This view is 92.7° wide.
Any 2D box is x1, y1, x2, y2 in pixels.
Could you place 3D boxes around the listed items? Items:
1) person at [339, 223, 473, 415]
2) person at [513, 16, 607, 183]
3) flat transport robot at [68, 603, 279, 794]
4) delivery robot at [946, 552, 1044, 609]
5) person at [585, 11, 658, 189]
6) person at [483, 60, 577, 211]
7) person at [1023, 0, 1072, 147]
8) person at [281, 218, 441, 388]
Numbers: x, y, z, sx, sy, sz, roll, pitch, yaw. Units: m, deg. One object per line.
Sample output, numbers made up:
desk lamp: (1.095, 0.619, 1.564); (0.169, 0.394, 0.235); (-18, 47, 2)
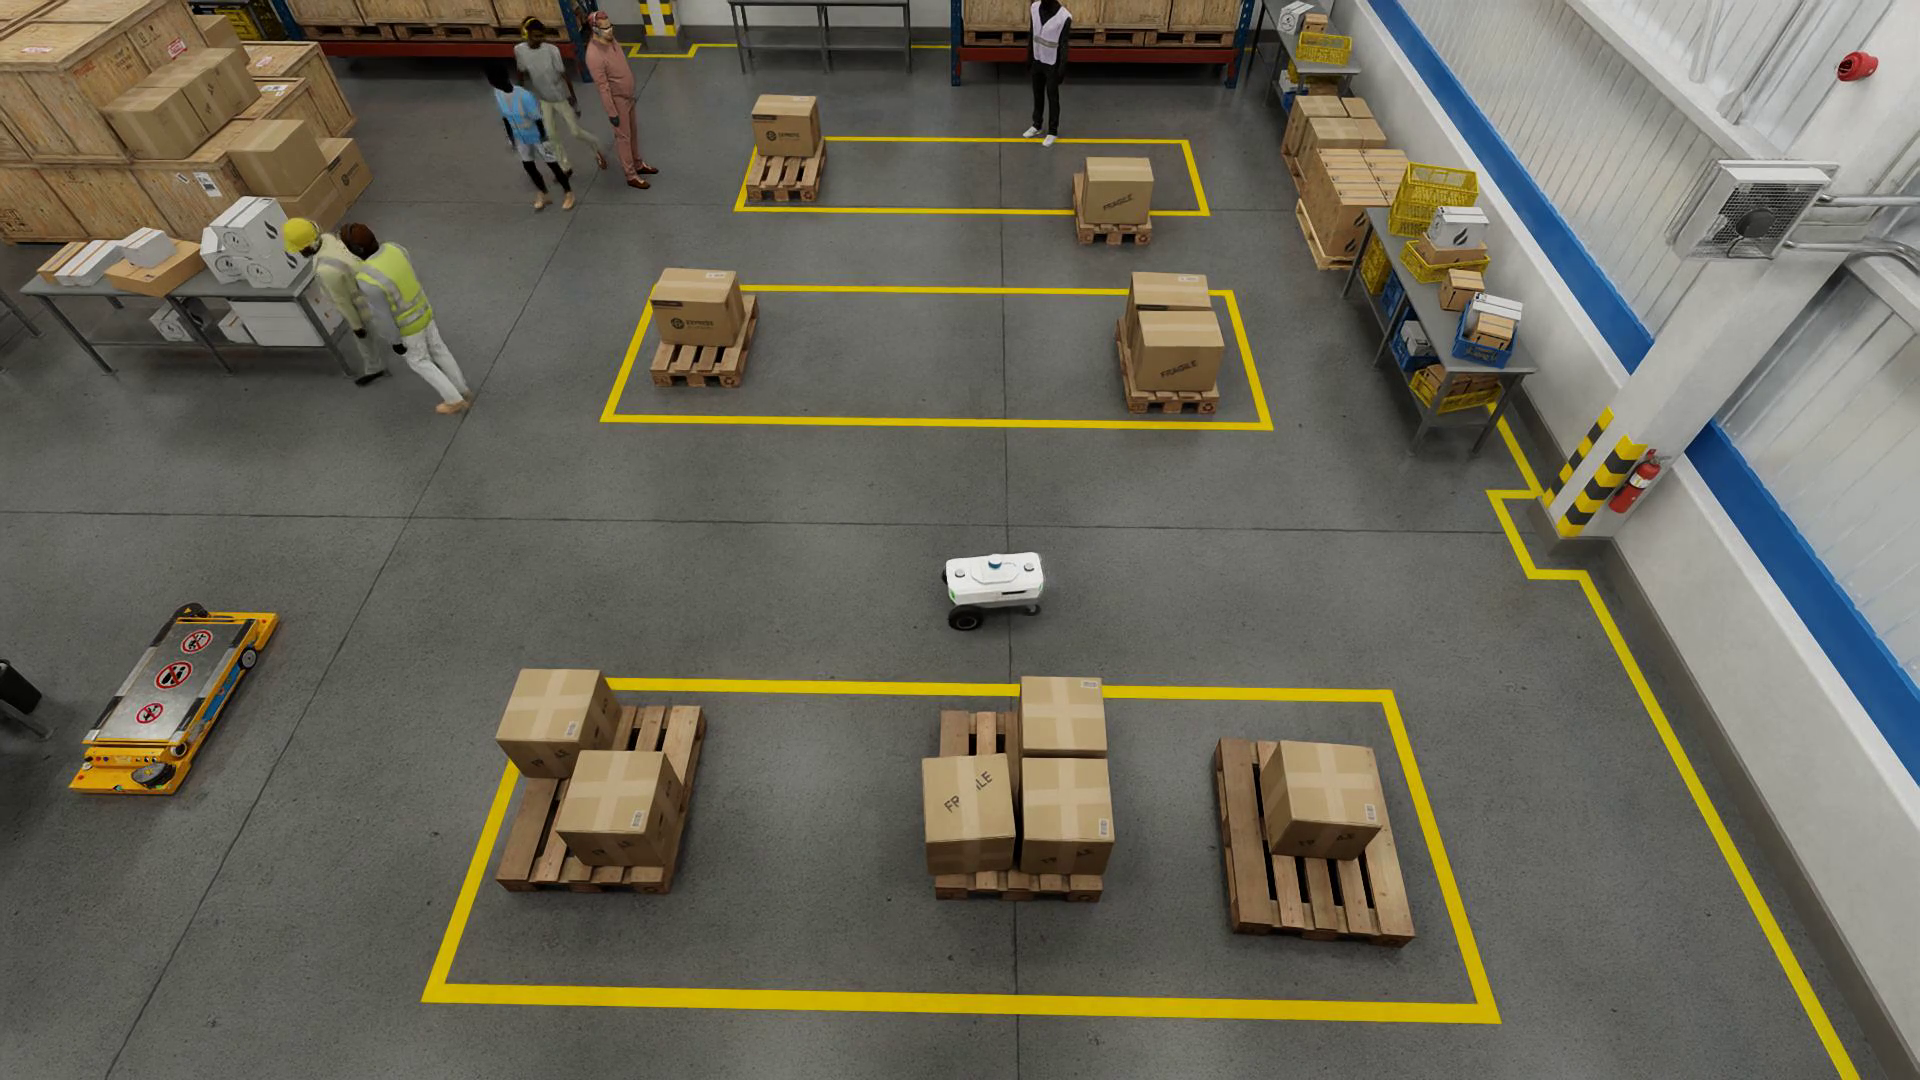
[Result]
person: (-4.790, -1.895, 7.955); (0.444, 1.819, 0.630); (3, 50, 2)
person: (-4.770, -5.156, 10.694); (0.708, 1.850, 0.531); (6, 50, 5)
flat transport robot: (-5.504, 1.072, 6.442); (0.652, 0.197, 1.431); (1, 50, 1)
delivery robot: (0.258, 0.292, 6.858); (0.707, 0.478, 0.477); (-5, 50, -4)
person: (-3.903, -5.059, 10.567); (0.407, 1.905, 0.655); (3, 50, 3)
person: (-4.787, -4.506, 10.252); (0.570, 1.666, 0.349); (13, 51, 11)
person: (1.070, -5.868, 11.250); (0.591, 1.910, 0.378); (36, 58, 26)
person: (-5.331, -2.137, 8.181); (0.833, 1.774, 0.617); (-21, 53, -17)
